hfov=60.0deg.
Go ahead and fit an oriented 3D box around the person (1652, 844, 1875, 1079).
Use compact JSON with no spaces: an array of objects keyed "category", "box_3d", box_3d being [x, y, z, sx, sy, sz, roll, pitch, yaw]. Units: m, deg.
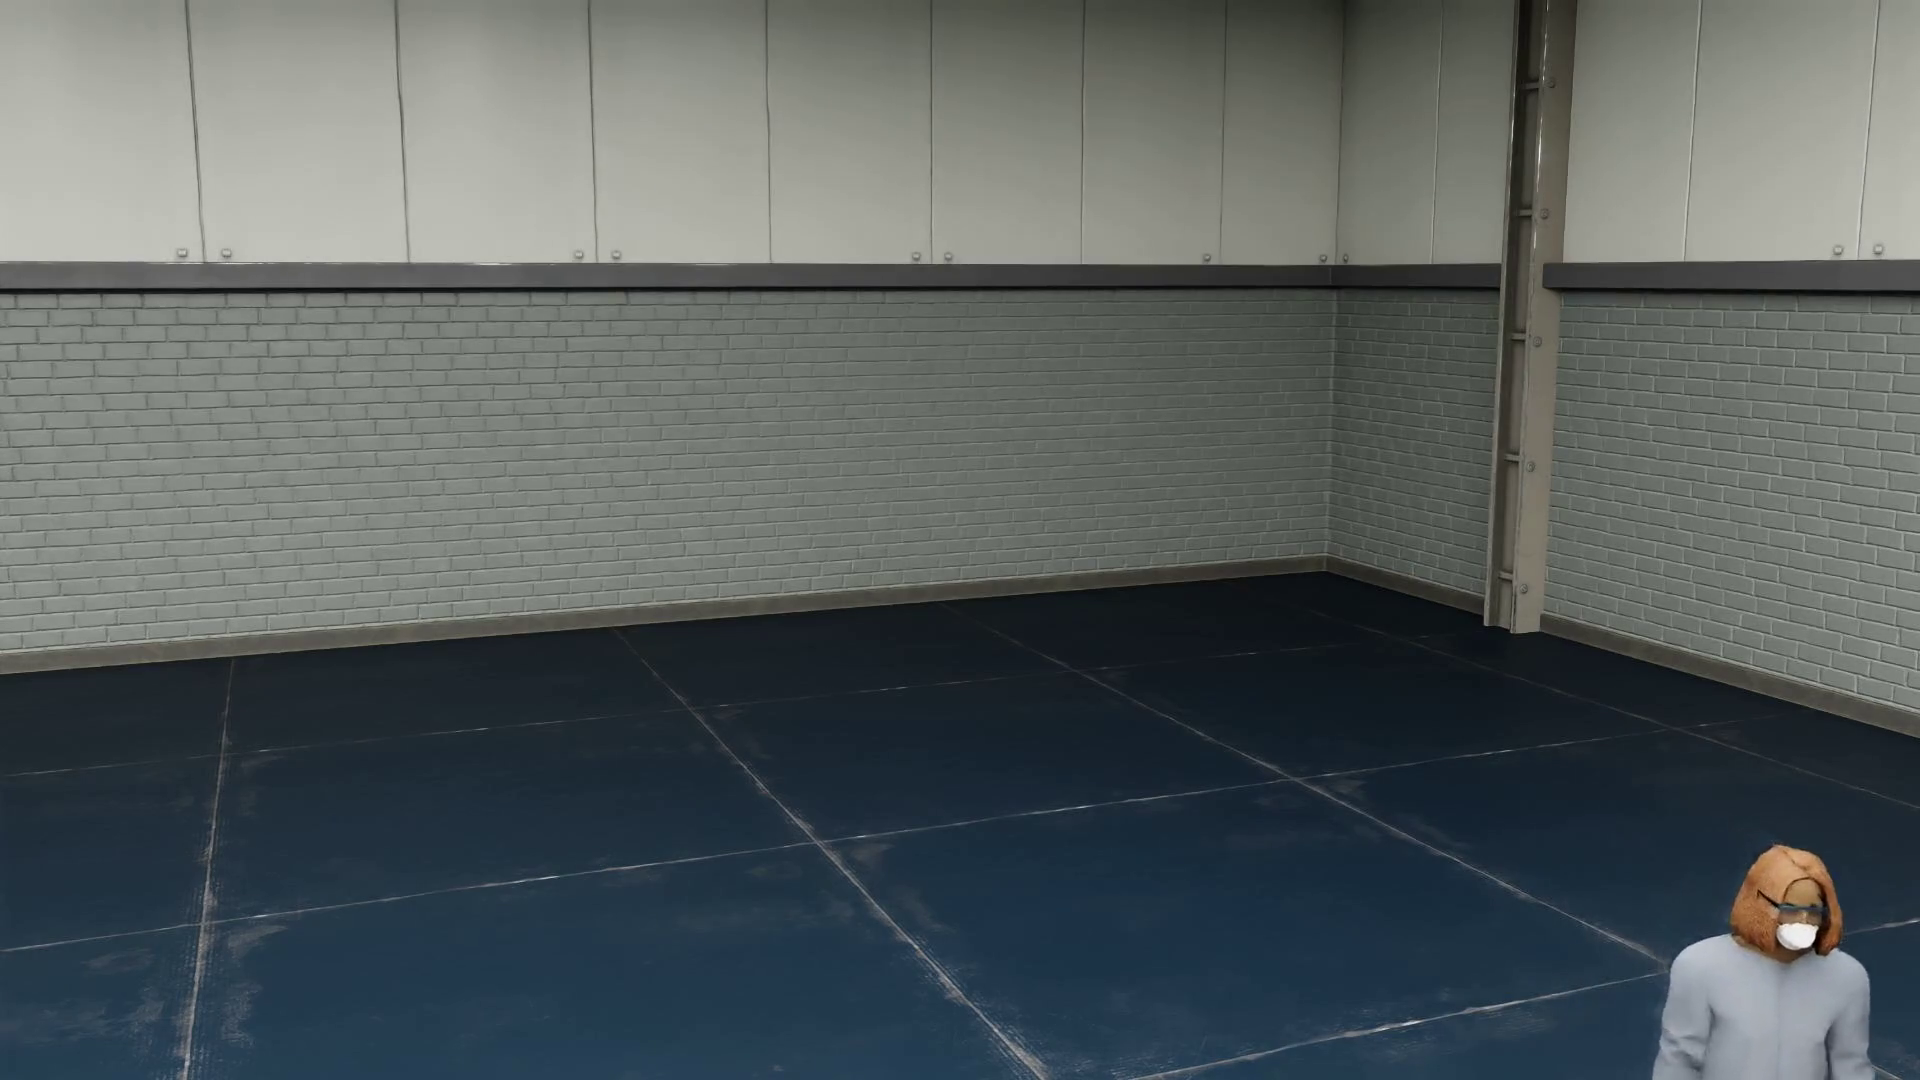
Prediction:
[{"category":"person","box_3d":[2.036,1.562,4.199,0.536,1.614,0.469,0,9,-1]}]
